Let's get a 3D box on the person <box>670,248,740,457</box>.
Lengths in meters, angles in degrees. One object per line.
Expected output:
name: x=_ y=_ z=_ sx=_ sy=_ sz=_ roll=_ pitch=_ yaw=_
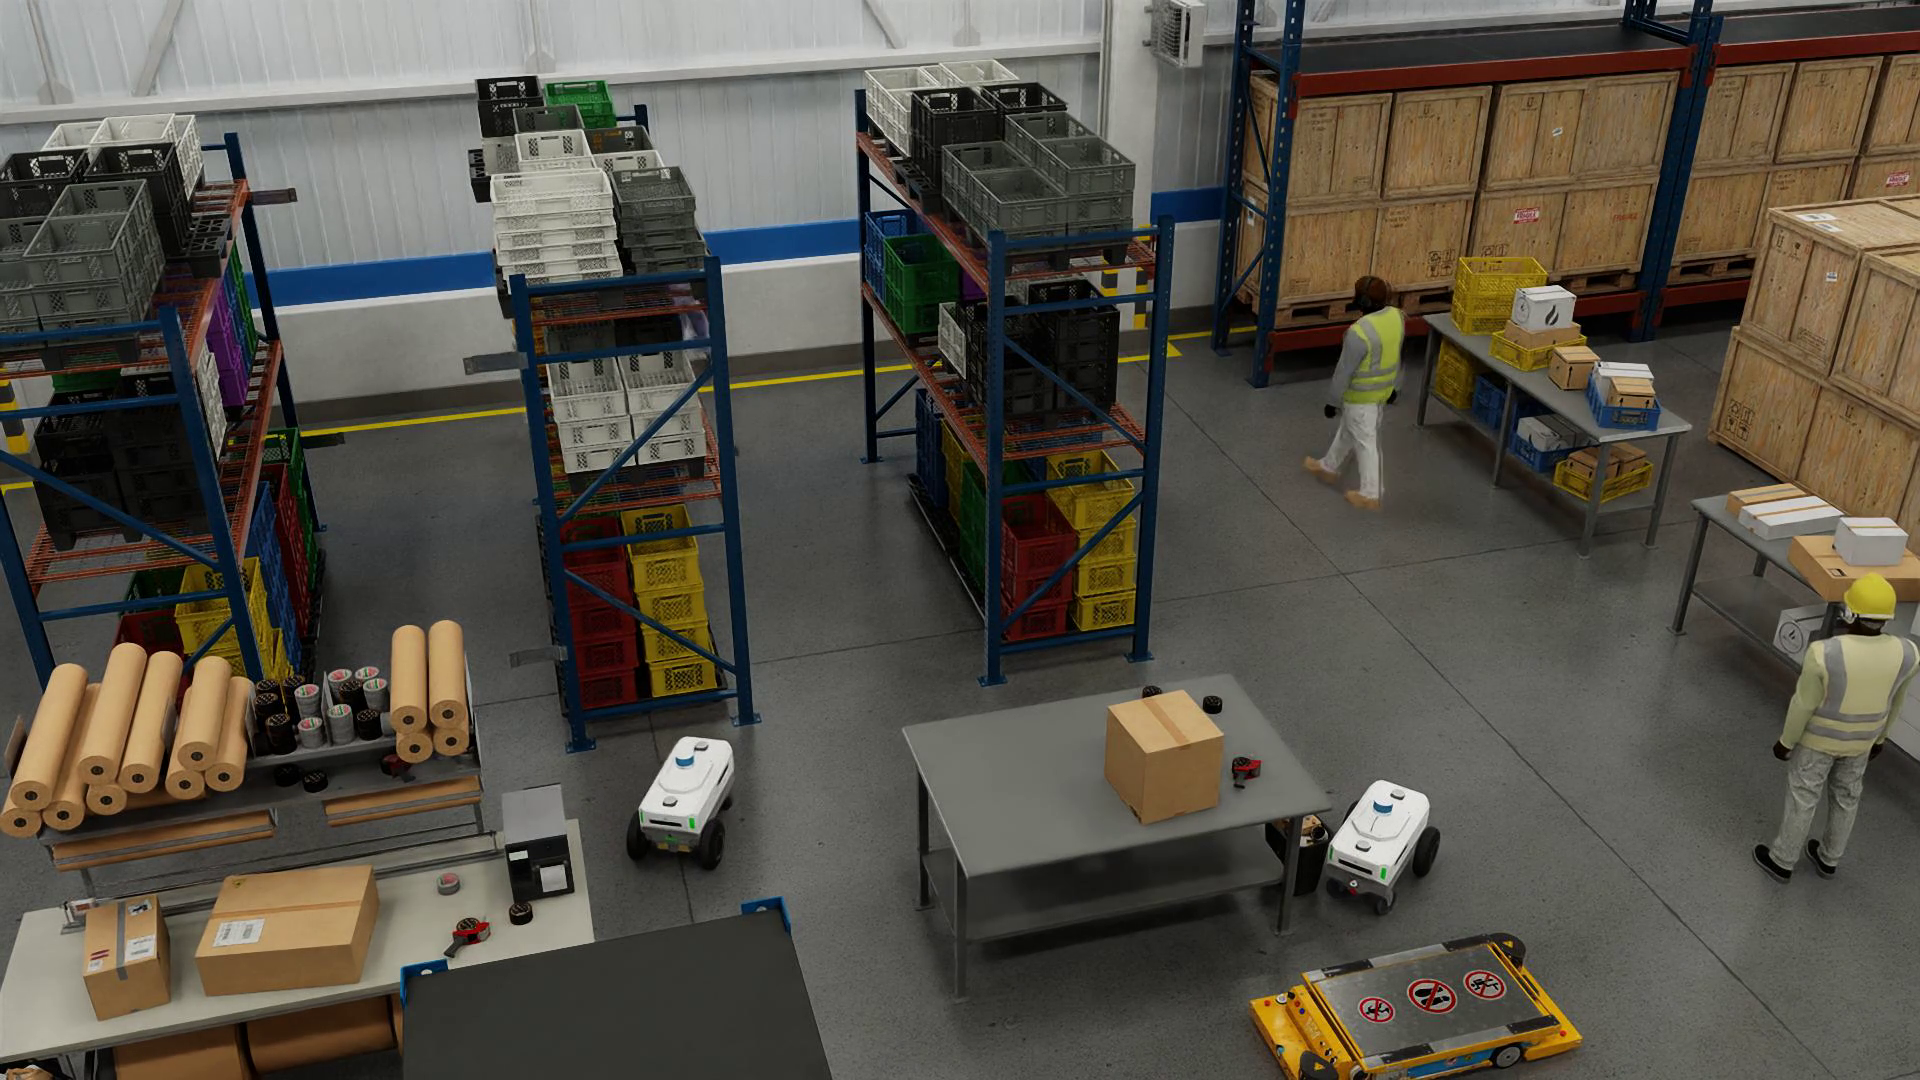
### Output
person: x=-2.237 y=-1.436 z=13.074 sx=0.916 sy=1.876 sz=0.599 roll=7 pitch=30 yaw=13

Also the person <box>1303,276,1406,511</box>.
person: x=2.952 y=-1.156 z=12.649 sx=0.881 sy=1.807 sz=0.648 roll=25 pitch=37 yaw=37

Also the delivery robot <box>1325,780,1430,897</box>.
delivery robot: x=2.233 y=1.579 z=8.874 sx=0.477 sy=0.478 sz=0.707 roll=17 pitch=33 yaw=29

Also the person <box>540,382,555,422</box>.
person: x=-3.341 y=-1.644 z=13.475 sx=0.409 sy=1.868 sz=0.692 roll=-20 pitch=35 yaw=-32

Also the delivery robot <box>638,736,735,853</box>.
delivery robot: x=-1.511 y=1.380 z=9.235 sx=0.477 sy=0.478 sz=0.707 roll=6 pitch=29 yaw=10

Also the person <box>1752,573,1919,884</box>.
person: x=4.567 y=1.000 z=8.703 sx=0.591 sy=1.833 sz=0.404 roll=-2 pitch=29 yaw=-3

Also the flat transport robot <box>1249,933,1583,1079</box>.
flat transport robot: x=2.184 y=2.282 z=7.980 sx=1.431 sy=0.197 sz=0.652 roll=-8 pitch=30 yaw=-14
